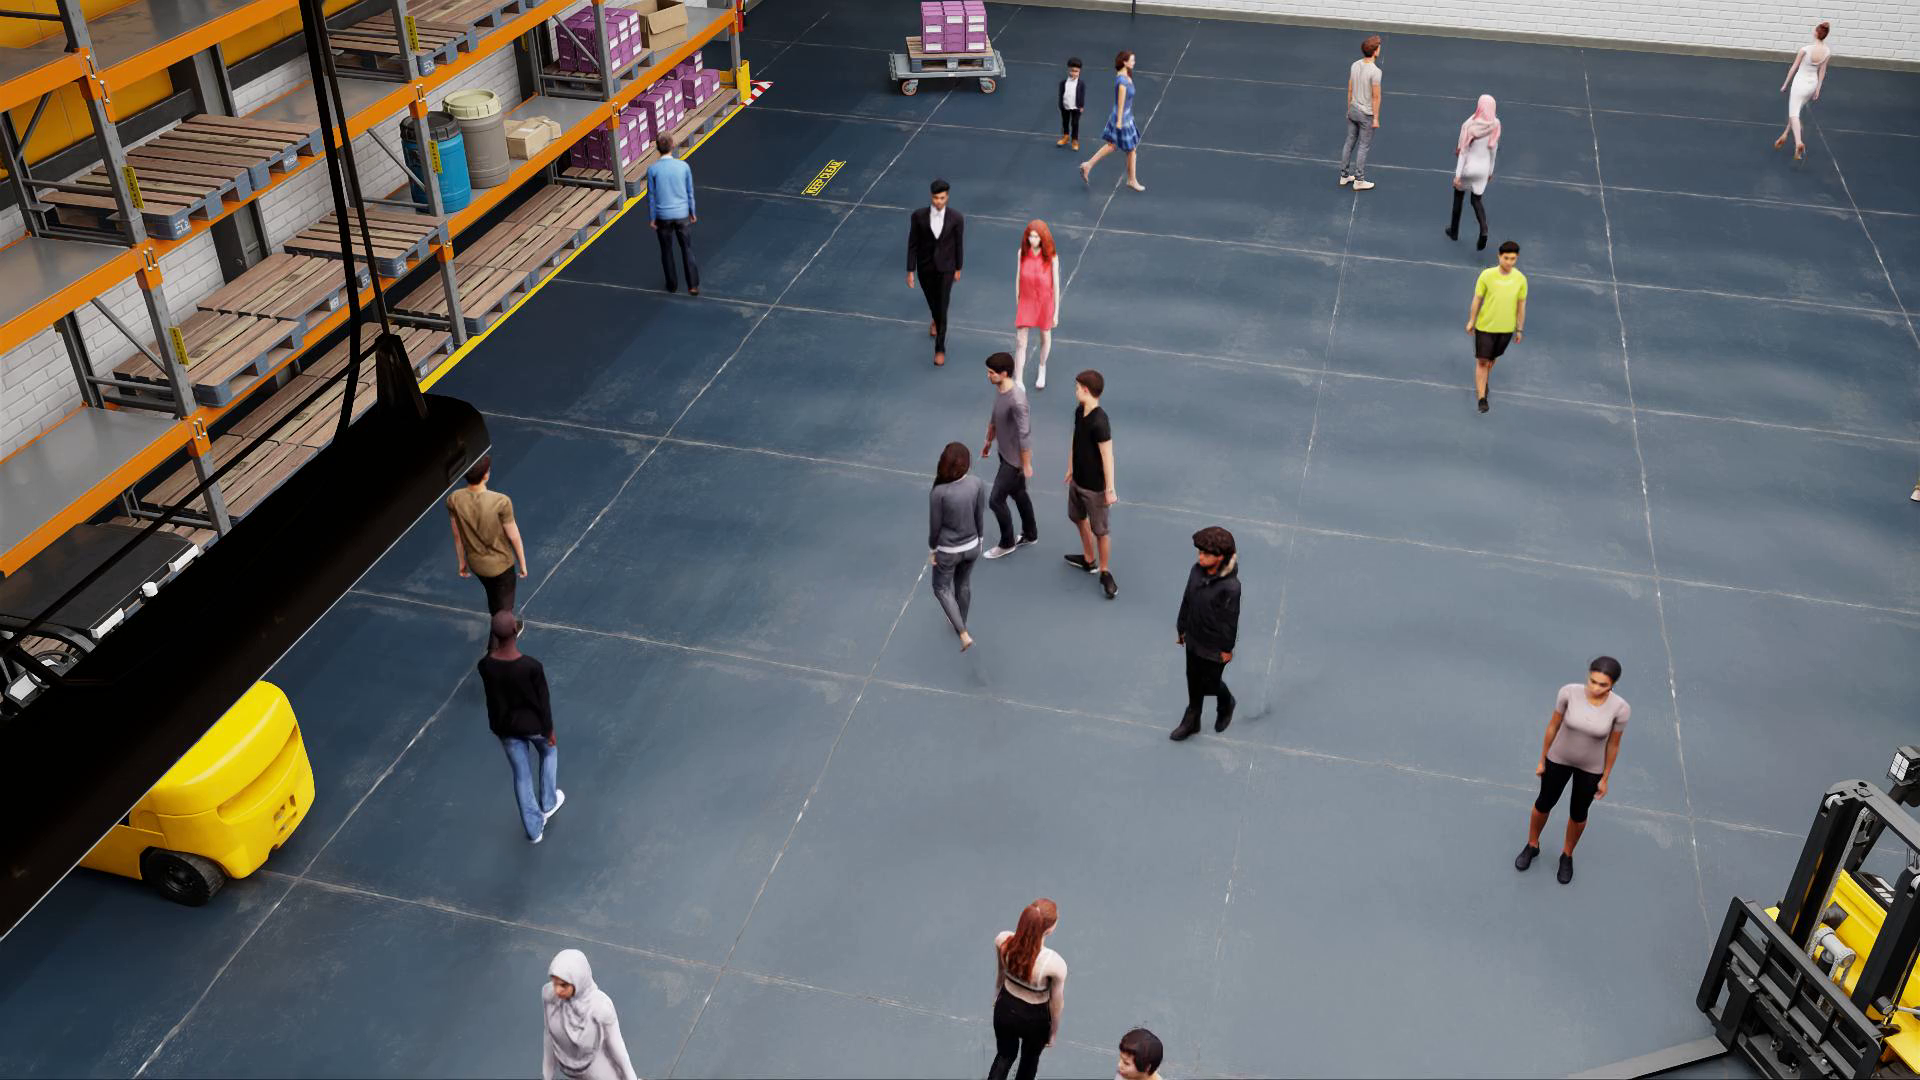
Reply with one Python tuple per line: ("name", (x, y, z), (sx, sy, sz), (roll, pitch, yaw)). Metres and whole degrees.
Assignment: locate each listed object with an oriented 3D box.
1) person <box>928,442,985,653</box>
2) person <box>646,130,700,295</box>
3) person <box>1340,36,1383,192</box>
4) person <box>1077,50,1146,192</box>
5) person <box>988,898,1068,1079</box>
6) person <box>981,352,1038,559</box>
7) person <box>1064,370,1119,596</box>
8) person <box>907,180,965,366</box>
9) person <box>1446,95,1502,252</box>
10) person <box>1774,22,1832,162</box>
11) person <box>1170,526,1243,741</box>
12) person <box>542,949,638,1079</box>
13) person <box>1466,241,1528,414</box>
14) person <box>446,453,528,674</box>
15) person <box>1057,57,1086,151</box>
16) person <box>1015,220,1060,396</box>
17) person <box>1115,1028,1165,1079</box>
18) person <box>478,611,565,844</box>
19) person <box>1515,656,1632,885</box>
("person", (0.014, 0.092, 12.648), (0.910, 1.751, 0.994), (-14, 36, -20))
("person", (-3.123, -3.546, 18.062), (0.788, 1.817, 0.816), (-11, 35, -16))
("person", (4.990, -5.301, 20.628), (0.782, 1.899, 0.741), (-21, 39, -28))
("person", (1.909, -5.140, 20.495), (0.935, 1.778, 1.109), (-2, 34, -3))
("person", (0.299, 2.620, 8.867), (0.767, 1.727, 0.975), (18, 38, 25))
("person", (0.534, -0.723, 13.808), (0.927, 1.824, 0.846), (-8, 34, -12))
("person", (1.105, -0.450, 13.404), (0.953, 1.818, 0.804), (-19, 38, -26))
("person", (-0.241, -2.801, 16.920), (0.827, 1.839, 1.261), (4, 34, 6))
("person", (5.921, -4.170, 19.034), (0.915, 1.781, 1.168), (-5, 34, -8))
("person", (10.871, -5.729, 21.401), (0.773, 1.755, 1.155), (0, 34, 0))
("person", (1.813, 0.653, 11.791), (0.933, 1.765, 0.858), (-24, 40, -31))
("person", (-1.856, 2.734, 8.693), (0.870, 1.729, 1.199), (20, 39, 27))
("person", (5.148, -2.105, 16.032), (0.771, 1.663, 1.101), (2, 34, 3))
("person", (-3.526, 0.228, 12.377), (0.743, 1.824, 1.181), (4, 34, 7))
("person", (1.462, -5.795, 21.995), (0.506, 1.207, 0.613), (10, 35, 14))
("person", (0.776, -2.287, 16.182), (0.609, 1.802, 0.890), (8, 34, 12))
("person", (0.990, 3.029, 8.433), (1.136, 1.525, 1.022), (-24, 40, -31))
("person", (-2.879, 1.276, 10.886), (0.693, 1.729, 0.776), (1, 34, 1))
("person", (3.936, 1.432, 10.635), (0.649, 1.747, 0.610), (16, 37, 23))
